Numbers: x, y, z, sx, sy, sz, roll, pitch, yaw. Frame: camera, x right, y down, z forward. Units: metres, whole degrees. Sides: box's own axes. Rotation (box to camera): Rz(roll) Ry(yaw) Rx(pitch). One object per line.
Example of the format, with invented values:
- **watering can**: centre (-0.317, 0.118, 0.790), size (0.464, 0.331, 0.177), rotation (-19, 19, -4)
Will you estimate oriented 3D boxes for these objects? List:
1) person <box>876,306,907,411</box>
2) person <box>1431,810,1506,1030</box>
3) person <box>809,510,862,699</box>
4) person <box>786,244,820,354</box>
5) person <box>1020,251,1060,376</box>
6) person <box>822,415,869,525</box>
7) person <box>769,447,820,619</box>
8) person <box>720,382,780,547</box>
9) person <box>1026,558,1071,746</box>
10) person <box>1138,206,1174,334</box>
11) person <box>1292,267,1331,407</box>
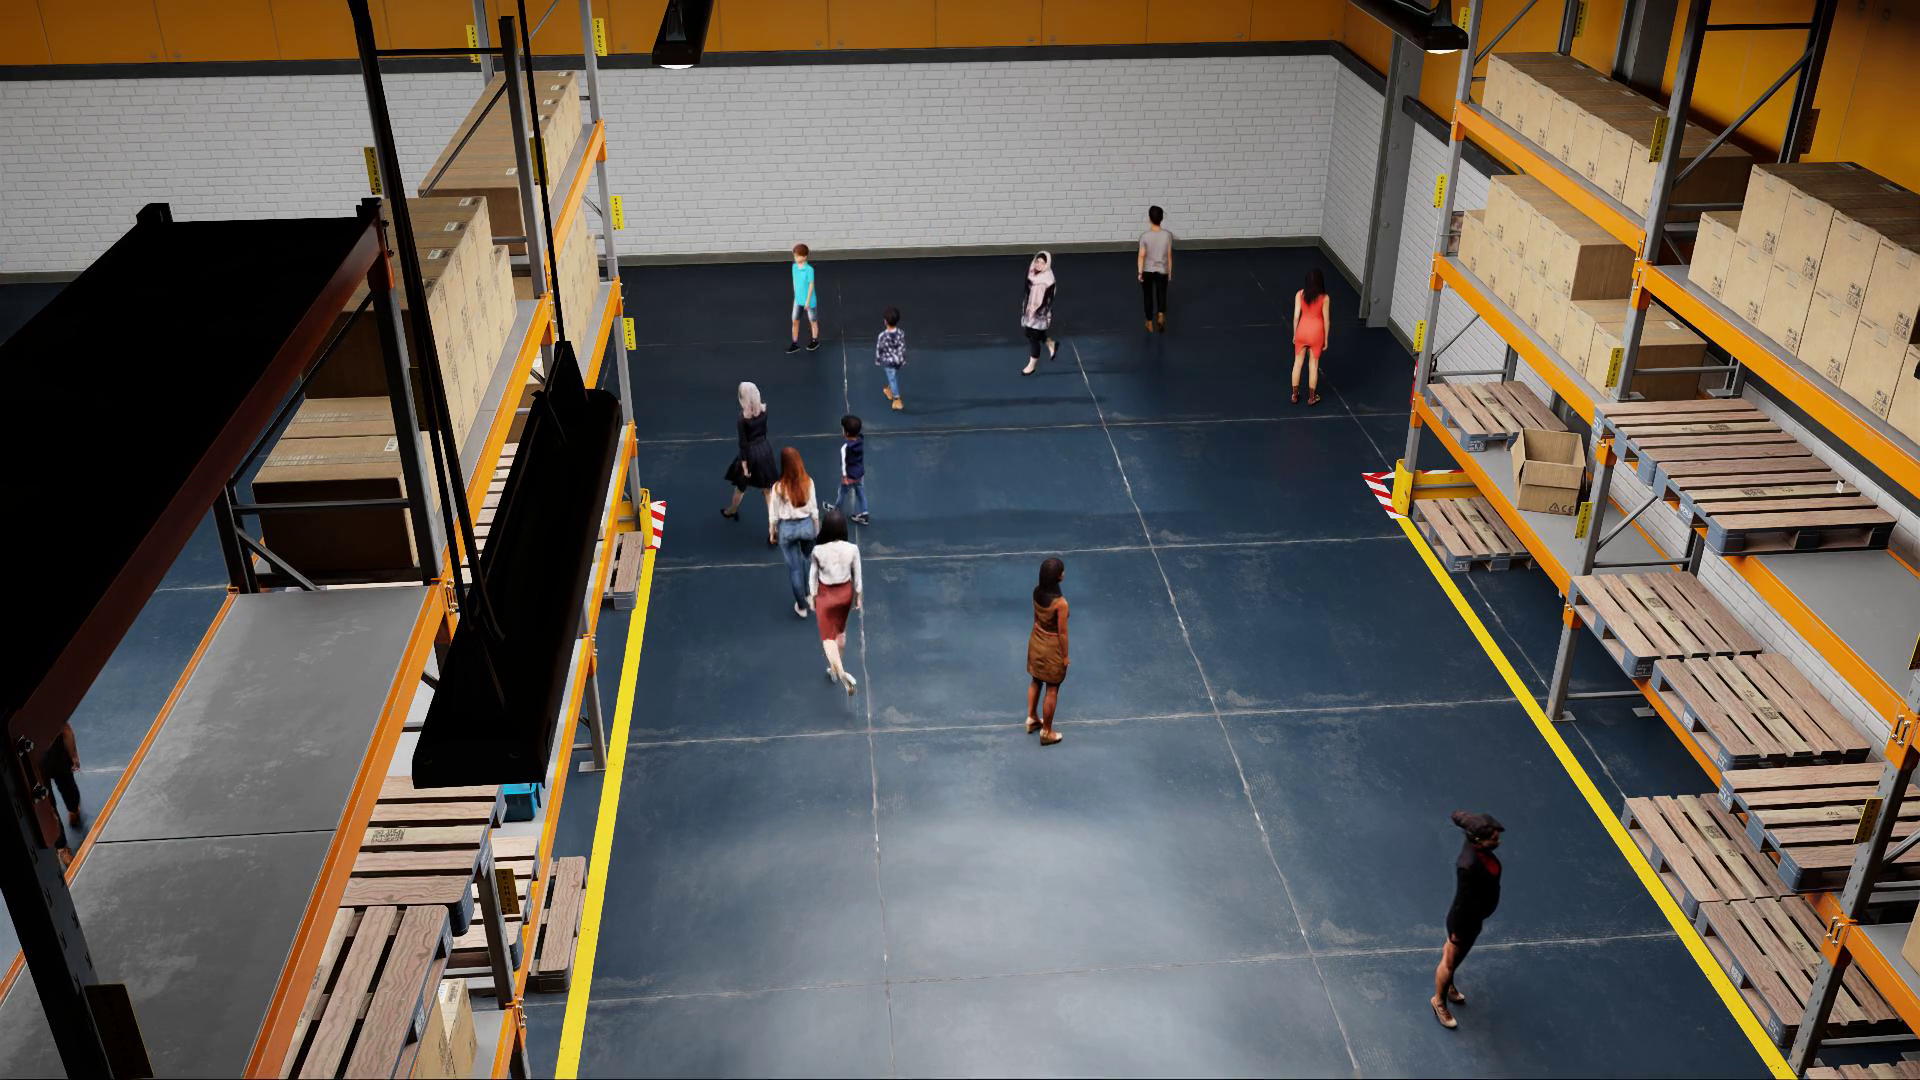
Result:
- **person**: centre (-0.784, -2.133, 19.740), size (0.707, 1.222, 0.928), rotation (-14, 32, -24)
- **person**: centre (3.311, 2.462, 10.879), size (0.757, 1.640, 0.686), rotation (14, 32, 24)
- **person**: centre (-1.060, 0.581, 14.232), size (0.762, 1.732, 1.049), rotation (-9, 30, -16)
- **person**: centre (-1.938, -3.119, 21.333), size (0.751, 1.428, 0.858), rotation (15, 32, 25)
- **person**: centre (1.026, -2.839, 20.628), size (0.993, 1.611, 0.964), rotation (-23, 36, -36)
- **person**: centre (-1.064, -0.706, 17.143), size (0.842, 1.203, 0.795), rotation (20, 34, 32)
- **person**: centre (-1.490, -0.041, 15.384), size (0.688, 1.720, 0.772), rotation (-9, 30, -15)
- **person**: centre (-1.992, -0.745, 16.689), size (1.185, 1.707, 1.080), rotation (25, 38, 38)
- **person**: centre (0.730, 0.904, 13.691), size (0.698, 1.683, 0.591), rotation (-17, 33, -29)
- **person**: centre (2.563, -3.491, 21.722), size (0.629, 1.708, 0.794), rotation (-1, 29, -1)
- **person**: centre (4.156, -2.420, 19.753), size (0.672, 1.714, 0.683), rotation (11, 31, 20)
